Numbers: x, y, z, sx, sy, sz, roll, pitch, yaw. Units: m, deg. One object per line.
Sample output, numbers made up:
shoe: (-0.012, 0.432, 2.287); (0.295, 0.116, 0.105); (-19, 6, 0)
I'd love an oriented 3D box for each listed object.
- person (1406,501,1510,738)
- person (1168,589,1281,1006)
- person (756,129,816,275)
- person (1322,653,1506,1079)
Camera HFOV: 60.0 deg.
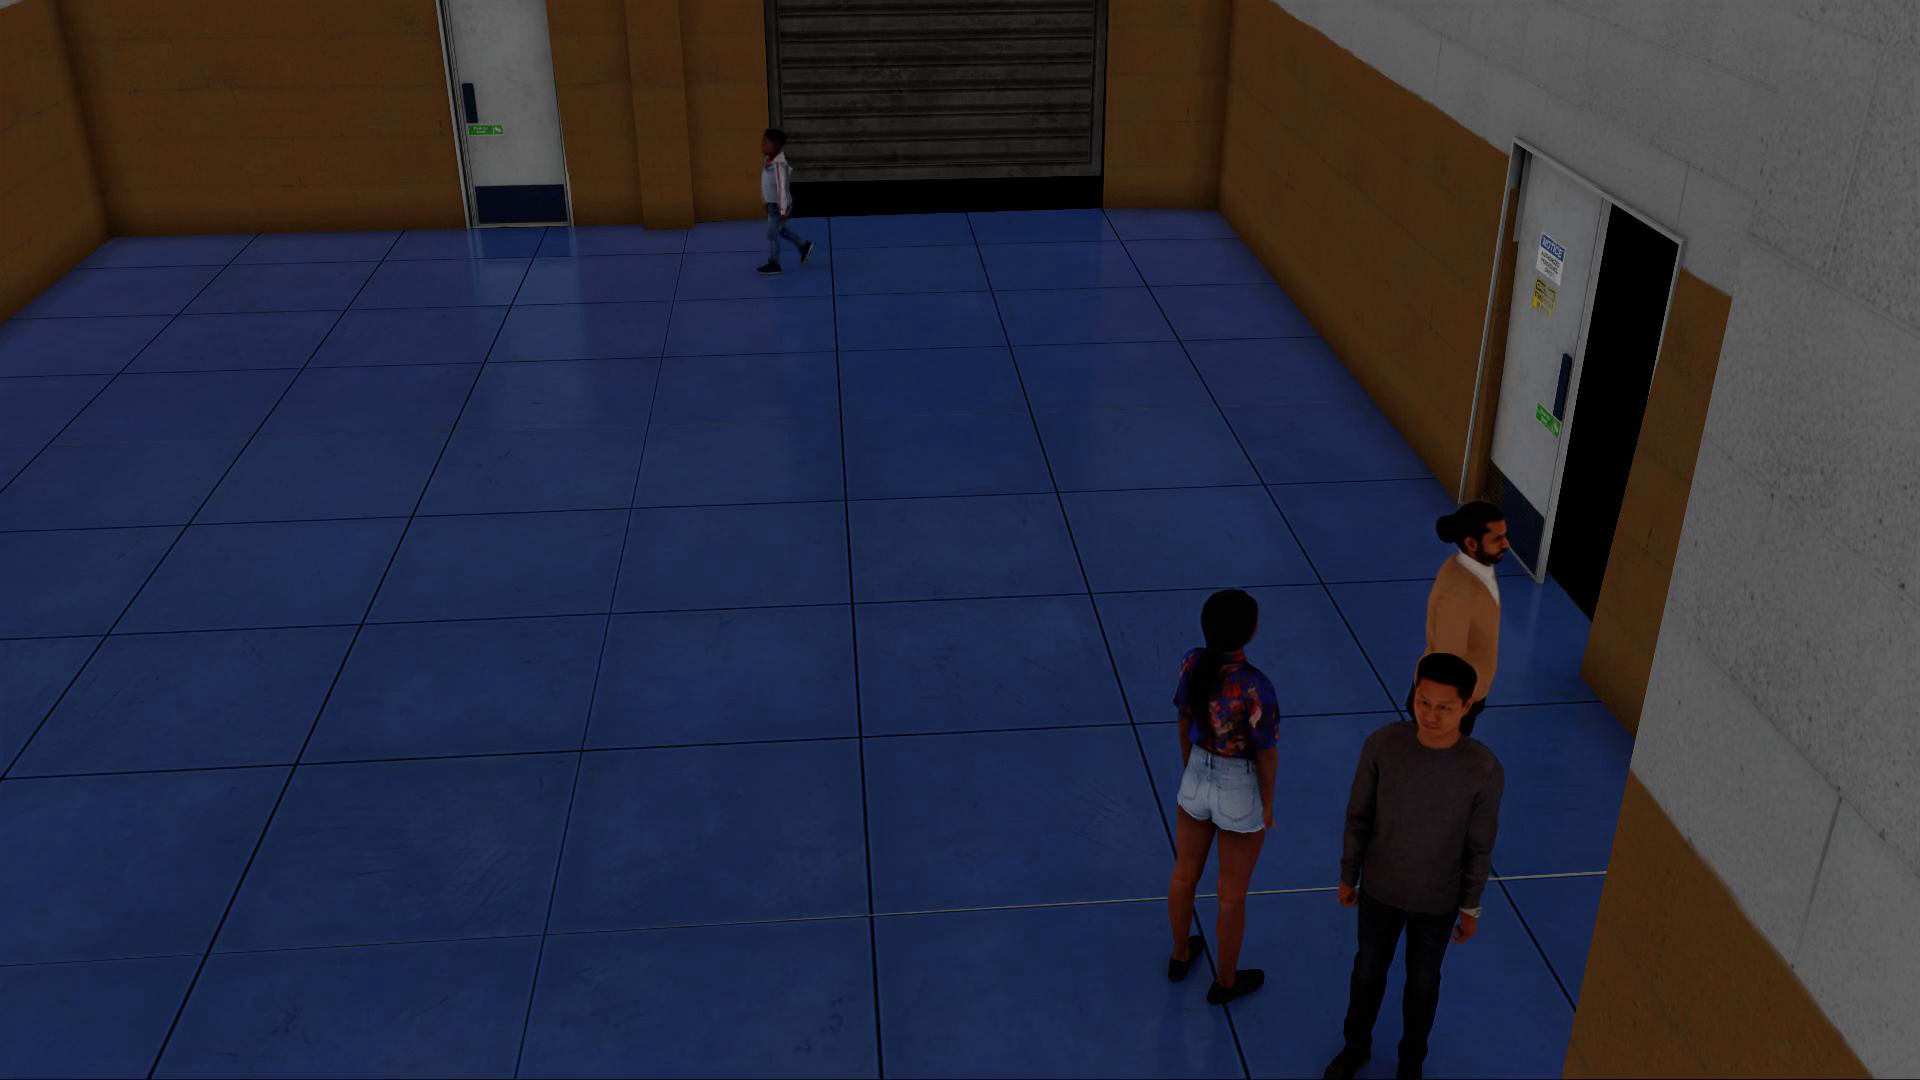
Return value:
person: (1.980, 0.637, 6.722); (0.747, 1.754, 0.752); (11, 29, 21)
person: (0.961, 0.944, 6.137); (0.663, 1.743, 0.714); (23, 35, 37)
person: (-1.512, -2.909, 14.280); (0.763, 1.248, 0.522); (-6, 27, -11)
person: (1.547, 1.168, 5.667); (0.648, 1.769, 0.774); (-9, 28, -17)
